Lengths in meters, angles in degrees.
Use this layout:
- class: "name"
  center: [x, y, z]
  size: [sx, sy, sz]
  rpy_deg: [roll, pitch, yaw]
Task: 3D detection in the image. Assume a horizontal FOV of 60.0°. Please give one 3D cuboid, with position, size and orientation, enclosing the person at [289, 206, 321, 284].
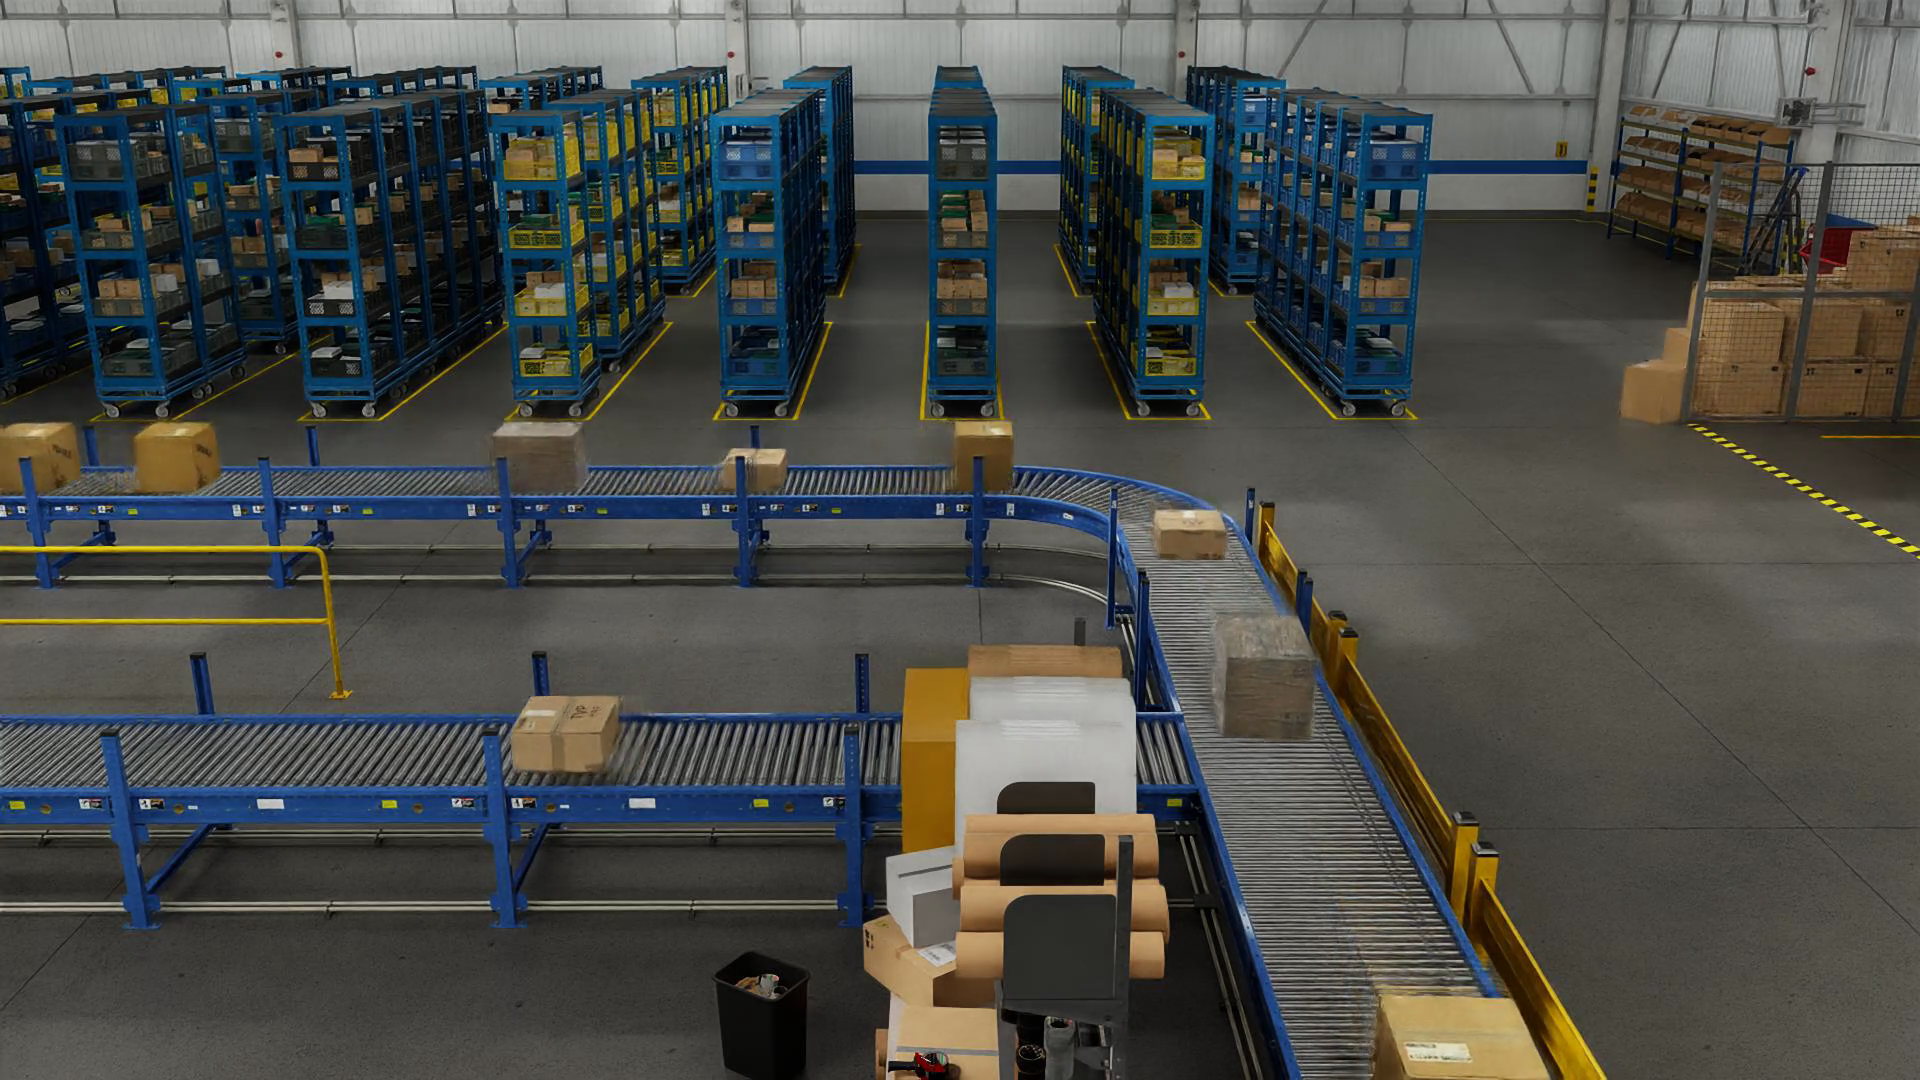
- class: "person"
  center: [-10.810, -4.867, 27.706]
  size: [0.830, 1.794, 0.612]
  rpy_deg: [0, 18, 0]

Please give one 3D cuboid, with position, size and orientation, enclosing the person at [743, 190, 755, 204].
- class: "person"
  center: [-4.539, -7.571, 36.000]
  size: [0.580, 1.820, 0.612]
  rpy_deg: [1, 18, 3]

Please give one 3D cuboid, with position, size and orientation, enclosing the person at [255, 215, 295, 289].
- class: "person"
  center: [-10.684, -4.425, 26.040]
  size: [0.376, 1.997, 0.612]
  rpy_deg: [13, 22, 35]
